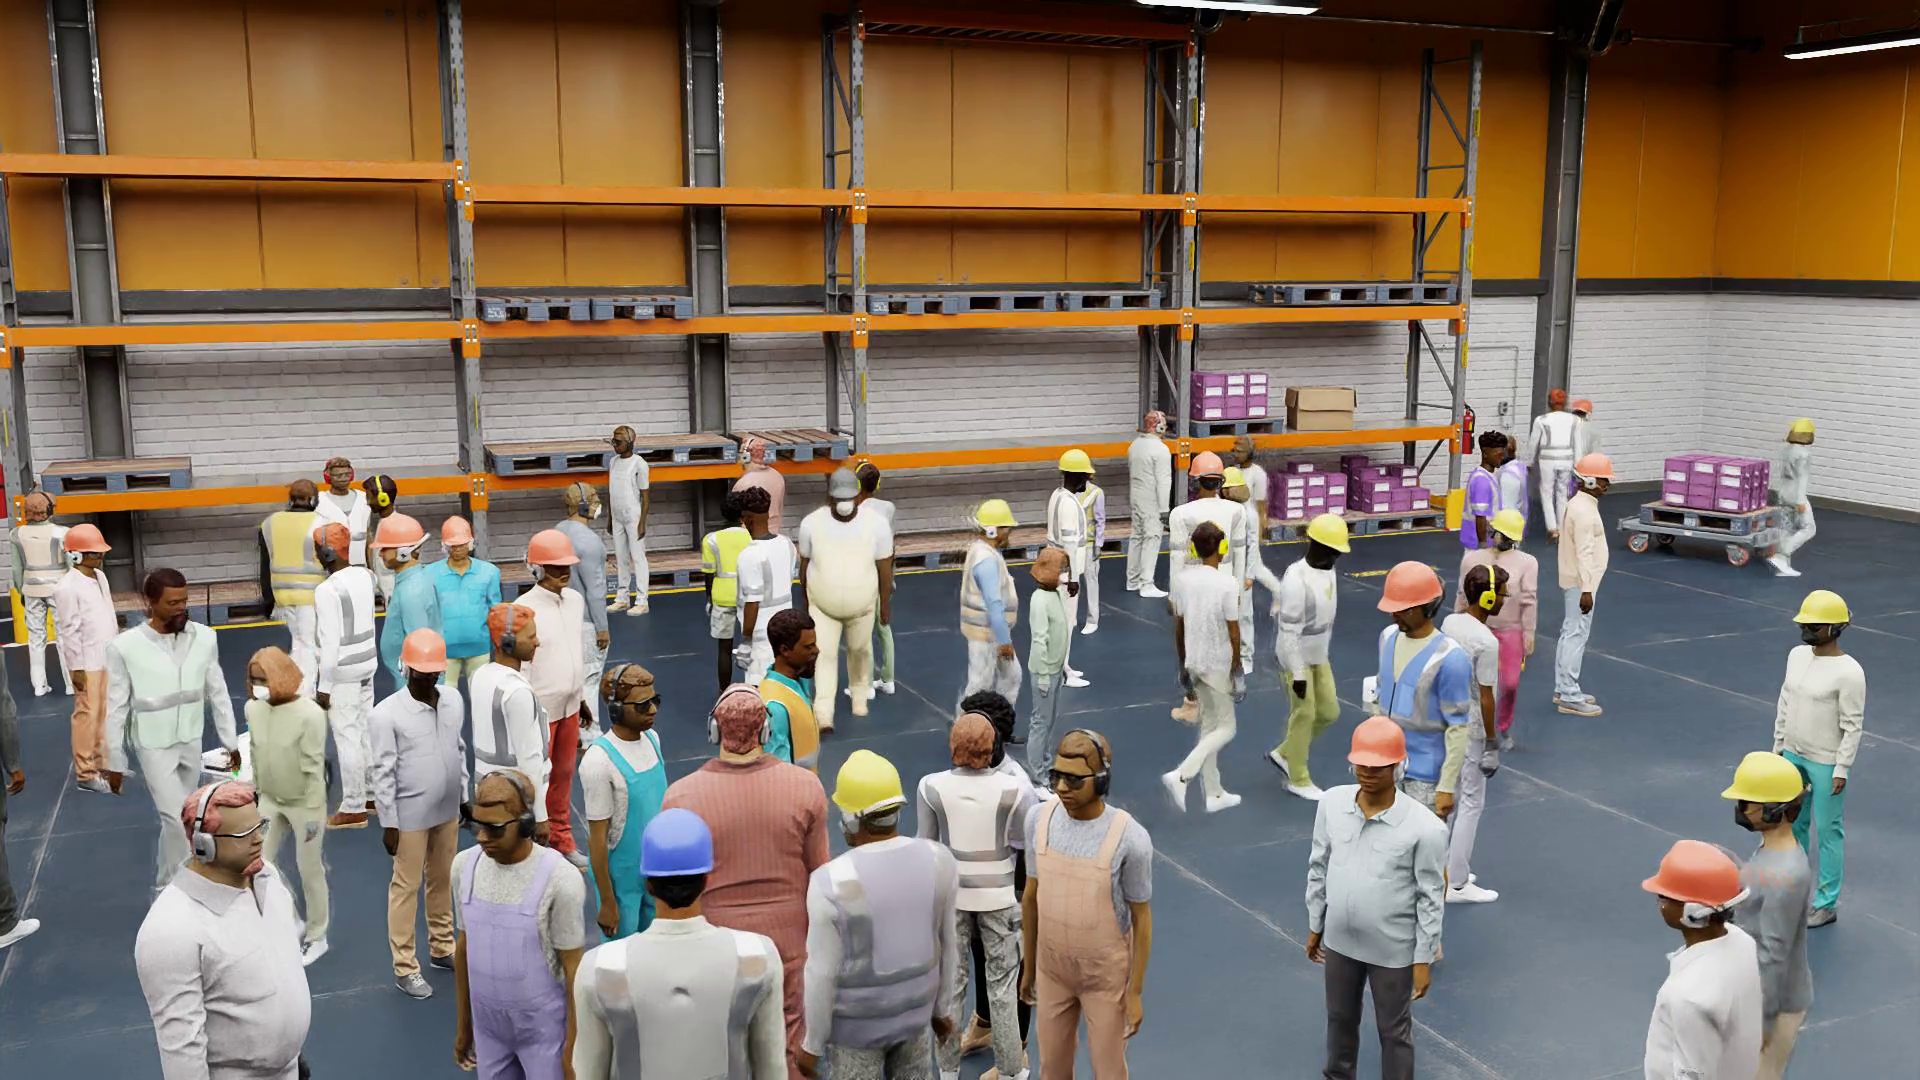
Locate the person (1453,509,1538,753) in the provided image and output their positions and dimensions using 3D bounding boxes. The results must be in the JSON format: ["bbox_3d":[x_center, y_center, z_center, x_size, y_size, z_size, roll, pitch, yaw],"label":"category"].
[{"bbox_3d":[3.719,0.636,11.613,0.595,1.746,0.389,5,11,28],"label":"person"}]

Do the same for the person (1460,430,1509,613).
[{"bbox_3d":[4.567,0.016,14.548,0.374,1.962,0.608,3,10,18],"label":"person"}]

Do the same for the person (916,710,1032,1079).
[{"bbox_3d":[0.072,1.501,6.917,0.512,1.642,0.311,2,10,12],"label":"person"}]

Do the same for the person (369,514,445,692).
[{"bbox_3d":[-3.214,0.831,9.764,0.386,1.993,0.609,-3,10,-14],"label":"person"}]

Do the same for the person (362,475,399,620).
[{"bbox_3d":[-4.250,0.440,12.417,0.328,1.856,0.520,-4,11,-22],"label":"person"}]

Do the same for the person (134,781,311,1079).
[{"bbox_3d":[-2.219,1.672,5.168,0.410,1.909,0.643,1,10,4],"label":"person"}]

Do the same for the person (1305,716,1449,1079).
[{"bbox_3d":[1.577,1.528,6.423,0.569,1.755,0.320,9,13,42],"label":"person"}]

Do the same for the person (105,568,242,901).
[{"bbox_3d":[-3.981,1.087,8.559,0.758,1.892,0.631,5,11,28],"label":"person"}]

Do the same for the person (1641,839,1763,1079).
[{"bbox_3d":[2.359,1.769,5.179,0.891,1.713,0.562,9,14,43],"label":"person"}]

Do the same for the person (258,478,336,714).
[{"bbox_3d":[-4.906,0.444,12.531,0.657,1.810,0.532,3,10,15],"label":"person"}]

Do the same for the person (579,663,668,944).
[{"bbox_3d":[-1.349,1.408,6.865,0.341,1.846,0.510,3,10,17],"label":"person"}]

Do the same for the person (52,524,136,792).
[{"bbox_3d":[-5.656,0.758,10.870,0.332,1.750,0.573,-1,10,-5],"label":"person"}]

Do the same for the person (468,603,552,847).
[{"bbox_3d":[-2.087,1.223,7.819,0.355,1.885,0.573,-8,12,-38],"label":"person"}]

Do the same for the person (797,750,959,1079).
[{"bbox_3d":[-0.283,1.618,5.711,0.601,1.832,0.403,-7,12,-36],"label":"person"}]

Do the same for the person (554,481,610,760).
[{"bbox_3d":[-2.604,0.557,11.499,0.371,1.941,0.627,-8,13,-38],"label":"person"}]

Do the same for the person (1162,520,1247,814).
[{"bbox_3d":[1.508,0.811,10.306,0.609,1.845,0.554,-8,12,-38],"label":"person"}]

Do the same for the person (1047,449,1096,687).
[{"bbox_3d":[0.895,0.220,13.472,0.383,1.924,0.594,-1,10,-4],"label":"person"}]

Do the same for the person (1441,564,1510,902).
[{"bbox_3d":[2.754,1.041,8.969,0.344,1.856,0.526,-2,10,-13],"label":"person"}]

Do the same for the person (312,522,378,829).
[{"bbox_3d":[-3.748,0.818,10.143,0.356,1.887,0.573,1,10,8],"label":"person"}]

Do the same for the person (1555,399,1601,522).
[{"bbox_3d":[7.574,-0.880,20.409,0.571,1.715,0.813,9,13,42],"label":"person"}]

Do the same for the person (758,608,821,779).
[{"bbox_3d":[-0.796,1.259,7.581,0.376,1.893,0.600,0,10,-1],"label":"person"}]

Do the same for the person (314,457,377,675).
[{"bbox_3d":[-5.069,0.229,13.648,0.397,1.847,0.564,9,13,41],"label":"person"}]

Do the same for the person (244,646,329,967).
[{"bbox_3d":[-3.274,1.305,8.111,0.495,1.613,0.379,3,10,17],"label":"person"}]

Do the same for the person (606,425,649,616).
[{"bbox_3d":[-3.215,-0.188,16.060,0.508,1.846,0.345,7,12,33],"label":"person"}]

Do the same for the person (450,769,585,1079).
[{"bbox_3d":[-1.471,1.641,5.560,0.503,1.838,0.354,4,11,22],"label":"person"}]

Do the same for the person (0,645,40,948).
[{"bbox_3d":[-5.009,1.121,8.323,0.588,1.913,0.391,-1,10,-5],"label":"person"}]

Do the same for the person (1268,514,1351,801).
[{"bbox_3d":[2.227,0.749,10.535,0.505,1.883,0.640,8,13,38],"label":"person"}]

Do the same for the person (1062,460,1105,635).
[{"bbox_3d":[1.107,0.044,15.315,0.522,1.640,0.306,9,13,41],"label":"person"}]

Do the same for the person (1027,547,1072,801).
[{"bbox_3d":[0.581,0.850,10.690,0.284,1.633,0.498,3,10,17],"label":"person"}]

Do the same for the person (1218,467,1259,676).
[{"bbox_3d":[2.254,0.256,13.799,0.325,1.740,0.492,-6,12,-31],"label":"person"}]

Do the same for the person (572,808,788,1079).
[{"bbox_3d":[-0.796,1.725,4.799,0.618,1.933,0.420,-3,10,-15],"label":"person"}]

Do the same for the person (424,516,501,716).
[{"bbox_3d":[-3.348,0.704,11.182,0.560,1.752,0.326,-4,11,-23],"label":"person"}]

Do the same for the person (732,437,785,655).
[{"bbox_3d":[-1.792,0.054,14.484,0.406,1.910,0.639,5,11,25],"label":"person"}]

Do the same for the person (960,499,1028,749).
[{"bbox_3d":[0.272,0.622,11.505,0.638,1.811,0.600,1,10,3],"label":"person"}]

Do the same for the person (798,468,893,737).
[{"bbox_3d":[-0.837,0.380,12.223,0.693,2.000,1.094,-1,10,-4],"label":"person"}]

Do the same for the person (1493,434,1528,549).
[{"bbox_3d":[5.063,-0.080,15.509,0.443,1.828,0.631,4,11,22],"label":"person"}]

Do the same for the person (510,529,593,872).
[{"bbox_3d":[-2.251,0.923,9.222,0.392,1.995,0.612,4,11,23],"label":"person"}]

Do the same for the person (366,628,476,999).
[{"bbox_3d":[-2.528,1.273,7.912,0.330,1.748,0.560,5,11,28],"label":"person"}]

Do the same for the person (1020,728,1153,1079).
[{"bbox_3d":[0.440,1.564,5.963,0.506,1.846,0.348,6,12,32],"label":"person"}]

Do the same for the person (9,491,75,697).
[{"bbox_3d":[-7.167,0.431,13.084,0.513,1.641,0.307,0,10,-3],"label":"person"}]

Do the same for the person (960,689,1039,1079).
[{"bbox_3d":[0.134,1.454,7.028,0.322,1.696,0.530,-5,11,-29],"label":"person"}]

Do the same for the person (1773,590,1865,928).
[{"bbox_3d":[4.450,1.131,8.688,0.313,1.769,0.525,-3,10,-15],"label":"person"}]

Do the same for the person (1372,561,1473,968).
[{"bbox_3d":[2.191,1.098,8.111,0.405,2.034,0.609,-4,11,-23],"label":"person"}]

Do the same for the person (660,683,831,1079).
[{"bbox_3d":[-0.801,1.478,6.283,0.636,1.911,0.405,-2,10,-13],"label":"person"}]

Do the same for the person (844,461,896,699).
[{"bbox_3d":[-0.721,0.316,13.089,0.535,1.868,0.309,-10,14,-44],"label":"person"}]

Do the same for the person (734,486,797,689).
[{"bbox_3d":[-1.313,0.612,11.117,0.373,1.960,0.601,4,11,22],"label":"person"}]

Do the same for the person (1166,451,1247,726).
[{"bbox_3d":[1.807,0.362,12.325,0.607,2.044,0.375,-3,10,-18],"label":"person"}]

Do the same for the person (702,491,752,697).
[{"bbox_3d":[-1.693,0.471,12.690,0.530,1.695,0.321,0,10,-1],"label":"person"}]

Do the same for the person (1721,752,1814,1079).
[{"bbox_3d":[2.852,1.616,5.938,0.341,1.755,0.532,4,11,22],"label":"person"}]

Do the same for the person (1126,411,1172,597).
[{"bbox_3d":[1.958,-0.372,17.006,0.398,1.896,0.659,-4,11,-21],"label":"person"}]

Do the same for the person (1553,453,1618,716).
[{"bbox_3d":[4.750,0.327,12.663,0.390,1.991,0.625,2,10,14],"label":"person"}]

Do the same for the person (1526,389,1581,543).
[{"bbox_3d":[7.180,-0.883,20.042,0.592,1.867,0.633,0,10,-2],"label":"person"}]

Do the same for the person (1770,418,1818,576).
[{"bbox_3d":[8.997,-0.449,17.875,0.363,1.727,0.514,0,10,2],"label":"person"}]
